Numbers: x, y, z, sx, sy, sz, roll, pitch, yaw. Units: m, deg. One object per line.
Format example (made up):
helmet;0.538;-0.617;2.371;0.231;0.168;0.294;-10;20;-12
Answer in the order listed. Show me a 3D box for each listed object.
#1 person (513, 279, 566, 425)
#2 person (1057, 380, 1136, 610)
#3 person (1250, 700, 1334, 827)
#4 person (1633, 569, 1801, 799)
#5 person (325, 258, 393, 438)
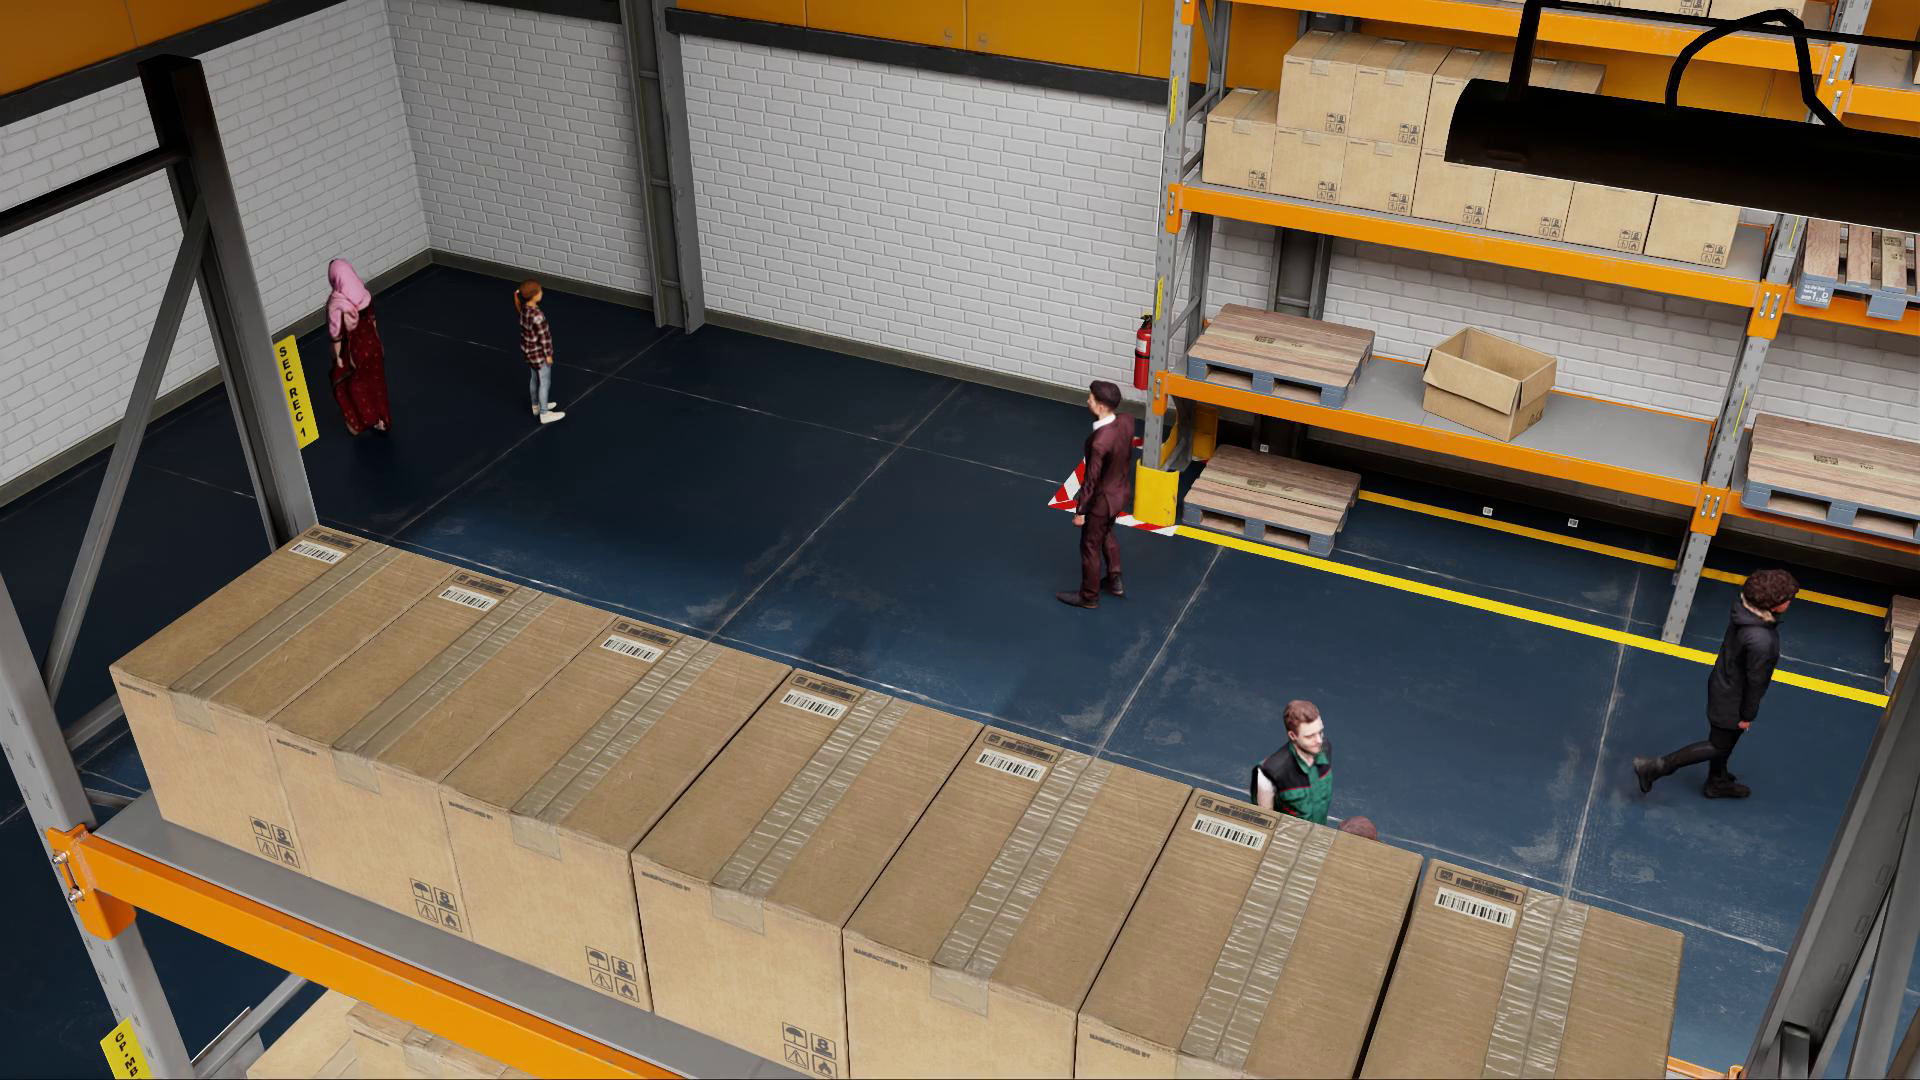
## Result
person;-3.671;-1.645;14.399;0.661;1.302;0.567;-21;39;-28
person;1.075;-0.302;11.874;0.724;1.860;0.769;20;38;27
person;1.787;1.614;9.005;0.733;1.843;0.741;-25;41;-32
person;4.628;0.929;10.111;1.121;1.760;0.844;3;34;5
person;-5.033;-1.585;14.017;0.727;1.624;0.705;22;40;30
